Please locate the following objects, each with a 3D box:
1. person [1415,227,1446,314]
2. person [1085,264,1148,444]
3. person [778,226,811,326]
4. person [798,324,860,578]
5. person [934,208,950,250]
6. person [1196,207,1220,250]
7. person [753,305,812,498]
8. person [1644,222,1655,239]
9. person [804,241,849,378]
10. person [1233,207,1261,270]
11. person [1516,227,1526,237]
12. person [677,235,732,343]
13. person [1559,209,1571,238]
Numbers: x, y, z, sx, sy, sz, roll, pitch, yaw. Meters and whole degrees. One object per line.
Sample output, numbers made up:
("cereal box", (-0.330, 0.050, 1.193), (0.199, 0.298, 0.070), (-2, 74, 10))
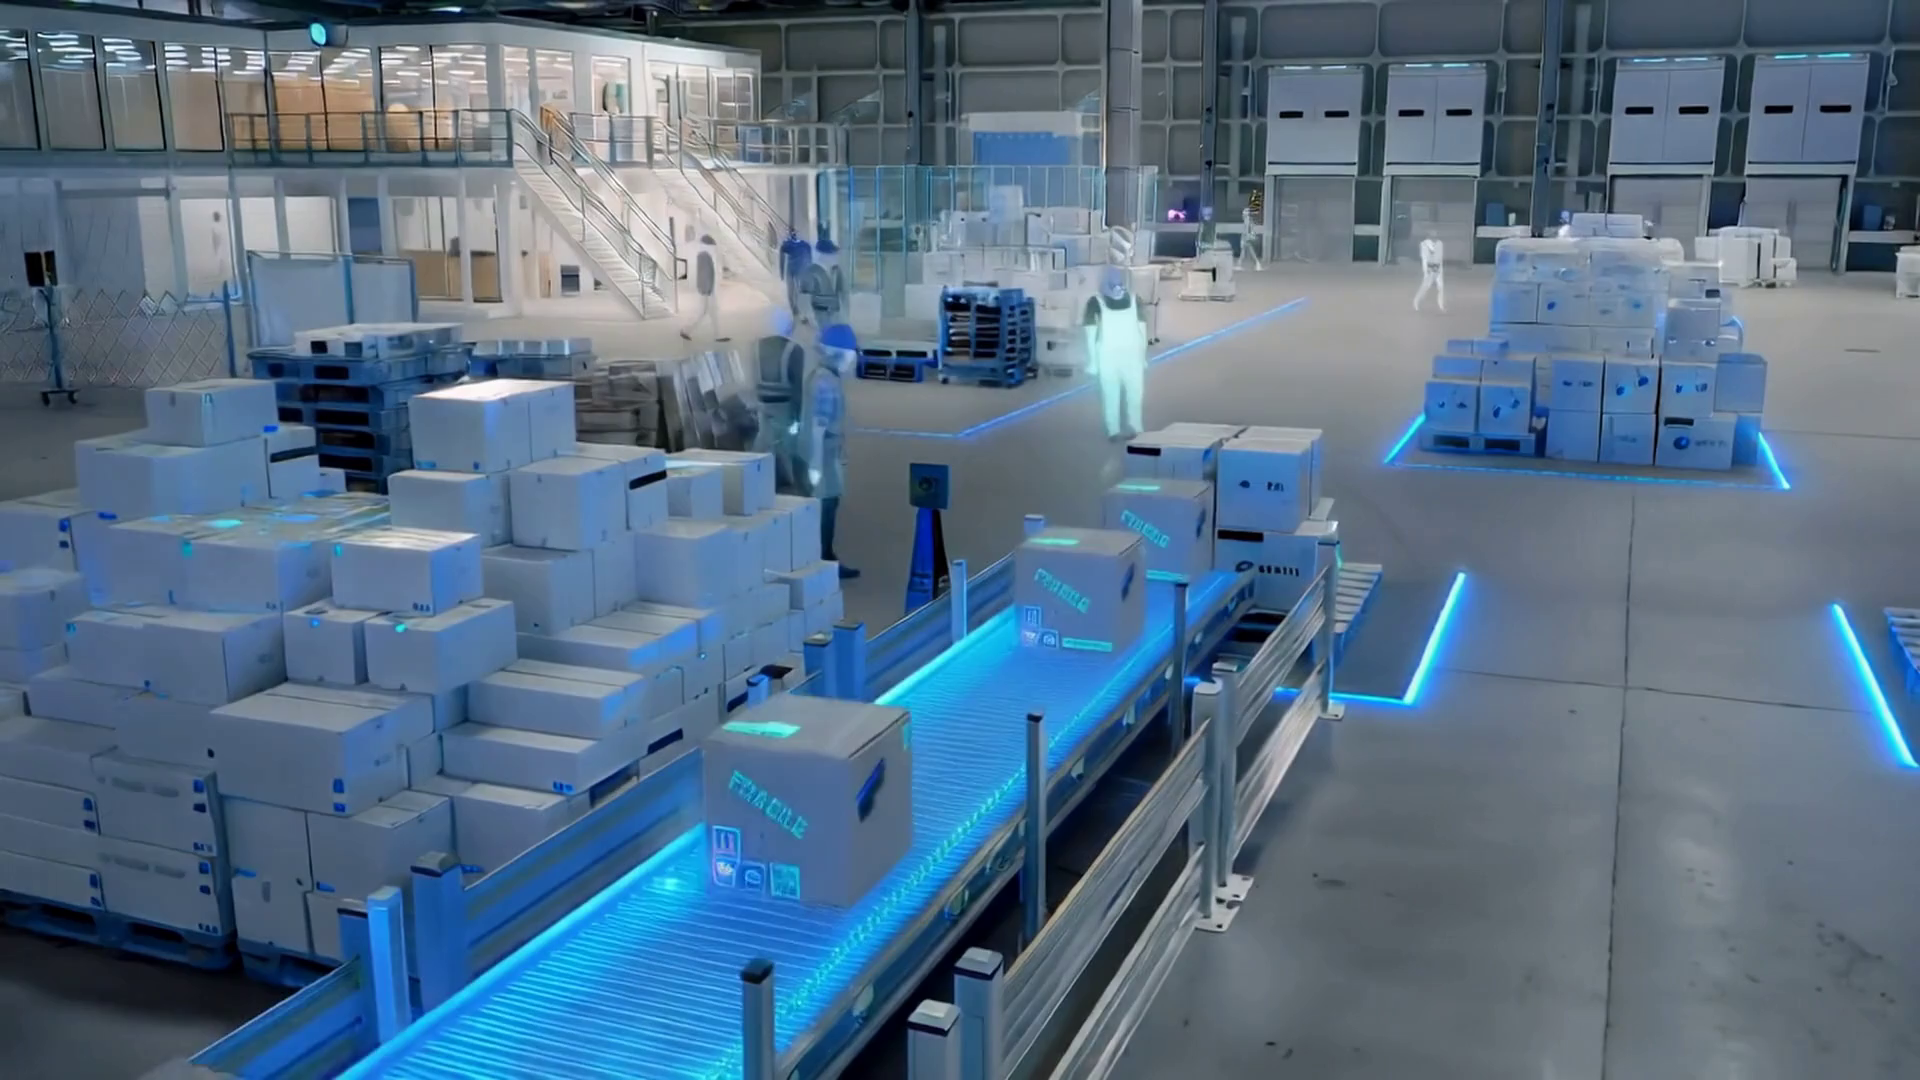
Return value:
("person", (9.934, -5.654, 34.955), (0.626, 1.841, 0.470), (-4, 13, -19))
("person", (1.763, -2.085, 18.436), (0.712, 2.000, 0.544), (-2, 13, -8))
("person", (-3.218, -5.156, 32.480), (0.635, 1.922, 0.756), (-2, 13, -8))
("person", (-1.087, -0.634, 12.246), (0.721, 1.905, 0.570), (0, 13, -1))
("person", (-0.462, -8.281, 46.436), (0.602, 1.949, 0.391), (1, 13, 3))
("person", (7.051, -8.462, 47.269), (0.625, 1.941, 1.015), (0, 13, 0))
("person", (-1.608, -1.155, 14.743), (0.593, 1.844, 0.977), (7, 14, 29))
("person", (17.249, -7.131, 41.801), (0.932, 1.708, 0.539), (3, 13, 15))
("person", (-1.863, -3.270, 23.846), (0.615, 1.995, 1.004), (-7, 14, -29))
("person", (8.696, -9.092, 50.243), (1.037, 1.884, 0.560), (9, 15, 34))
("person", (13.062, -6.447, 38.796), (0.561, 1.676, 0.534), (-1, 13, -4))
("person", (-4.515, -4.393, 29.125), (0.902, 1.896, 0.588), (-4, 13, -18))
("person", (16.574, -8.101, 45.675), (0.369, 1.928, 0.586), (6, 14, 24))
